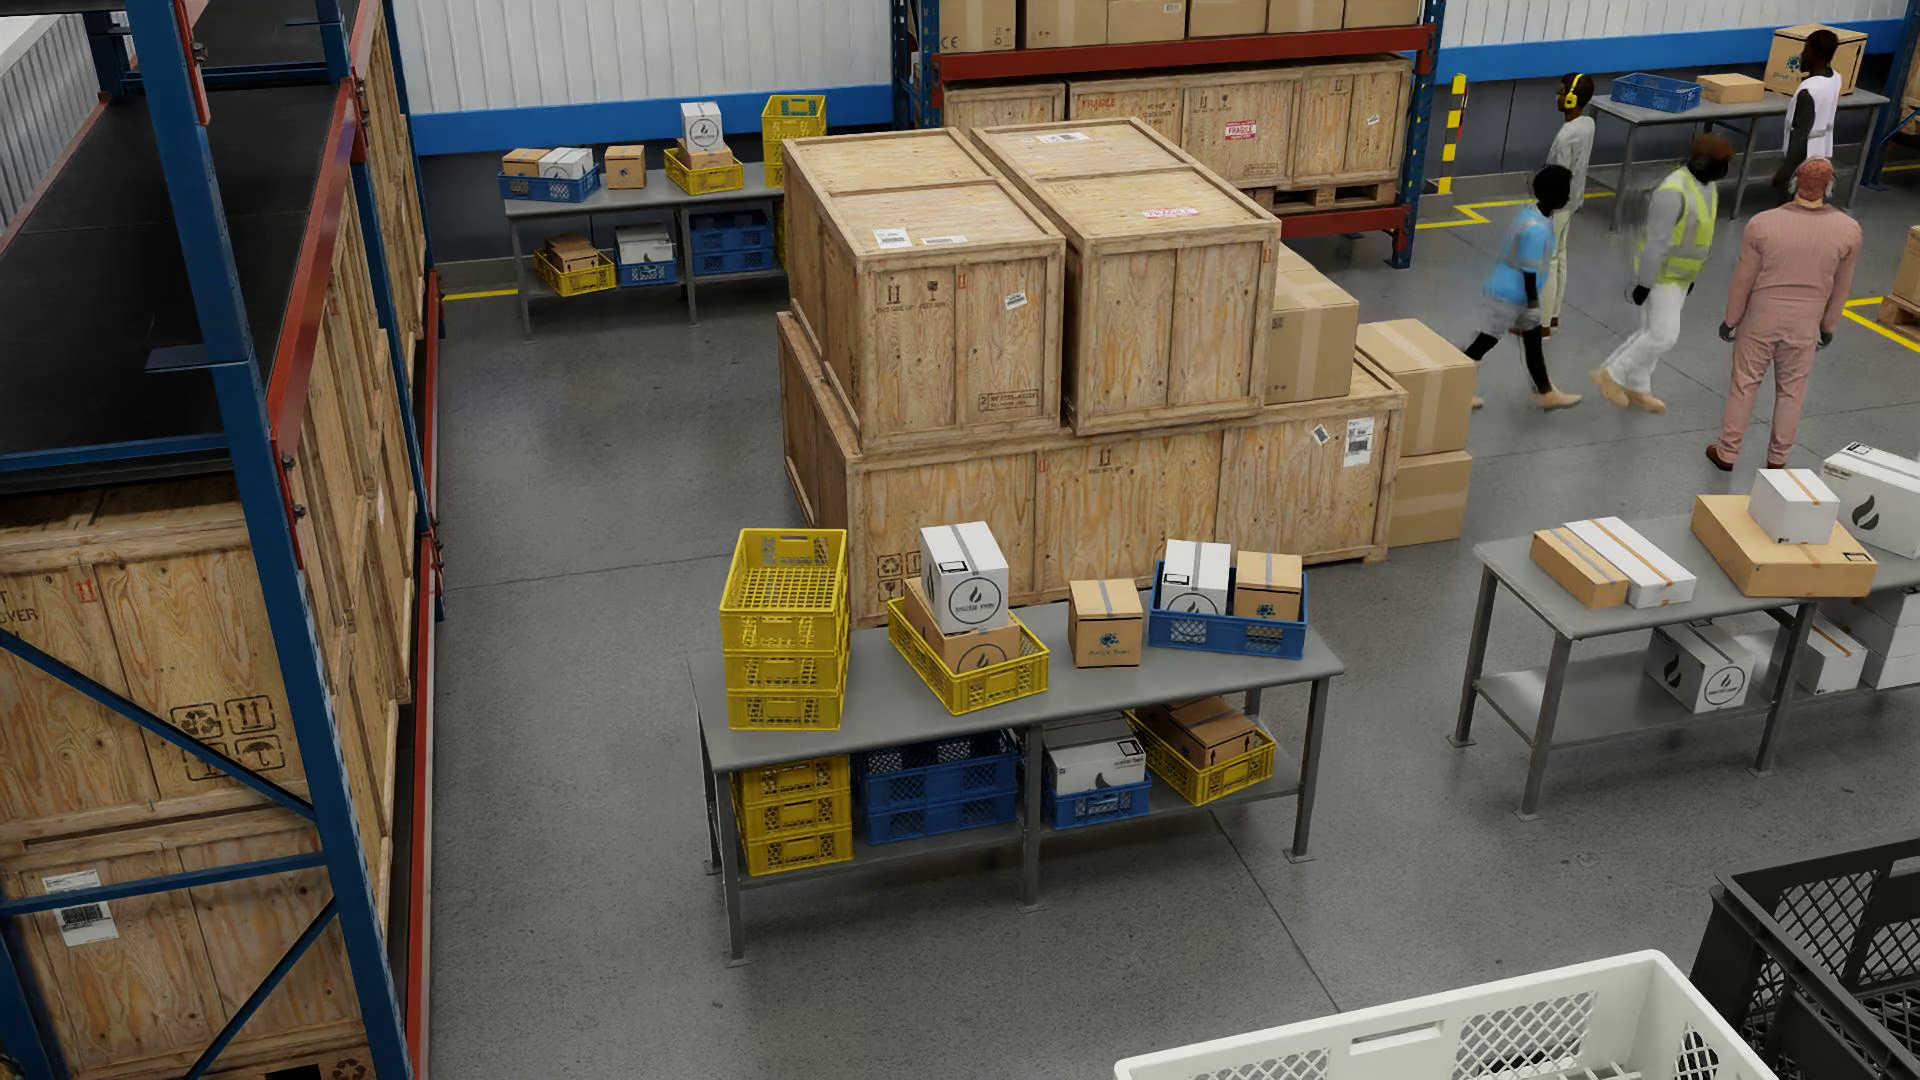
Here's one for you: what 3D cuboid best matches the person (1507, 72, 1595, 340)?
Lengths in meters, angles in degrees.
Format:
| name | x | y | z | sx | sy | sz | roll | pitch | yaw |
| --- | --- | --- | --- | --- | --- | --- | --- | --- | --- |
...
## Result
| name | x | y | z | sx | sy | sz | roll | pitch | yaw |
| --- | --- | --- | --- | --- | --- | --- | --- | --- | --- |
| person | 4.184 | -2.336 | 11.684 | 0.326 | 1.872 | 0.518 | 19 | 34 | 30 |

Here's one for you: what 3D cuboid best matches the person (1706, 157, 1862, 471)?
| name | x | y | z | sx | sy | sz | roll | pitch | yaw |
| --- | --- | --- | --- | --- | --- | --- | --- | --- | --- |
| person | 4.818 | -1.305 | 9.782 | 0.644 | 1.900 | 0.400 | 6 | 29 | 11 |

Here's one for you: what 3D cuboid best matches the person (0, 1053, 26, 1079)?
| name | x | y | z | sx | sy | sz | roll | pitch | yaw |
| --- | --- | --- | --- | --- | --- | --- | --- | --- | --- |
| person | -2.121 | 1.911 | 3.916 | 0.374 | 1.933 | 0.625 | 23 | 36 | 35 |

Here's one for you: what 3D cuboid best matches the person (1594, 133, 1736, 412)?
| name | x | y | z | sx | sy | sz | roll | pitch | yaw |
| --- | --- | --- | --- | --- | --- | --- | --- | --- | --- |
| person | 4.506 | -1.676 | 10.550 | 0.447 | 1.814 | 0.663 | 24 | 37 | 37 |

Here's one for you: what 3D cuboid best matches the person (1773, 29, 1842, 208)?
| name | x | y | z | sx | sy | sz | roll | pitch | yaw |
| --- | --- | --- | --- | --- | --- | --- | --- | --- | --- |
| person | 6.403 | -2.897 | 12.653 | 0.375 | 1.915 | 0.594 | 23 | 36 | 35 |

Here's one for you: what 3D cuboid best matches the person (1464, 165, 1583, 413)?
| name | x | y | z | sx | sy | sz | roll | pitch | yaw |
| --- | --- | --- | --- | --- | --- | --- | --- | --- | --- |
| person | 3.579 | -1.552 | 10.481 | 0.881 | 1.639 | 0.542 | 12 | 31 | 21 |
